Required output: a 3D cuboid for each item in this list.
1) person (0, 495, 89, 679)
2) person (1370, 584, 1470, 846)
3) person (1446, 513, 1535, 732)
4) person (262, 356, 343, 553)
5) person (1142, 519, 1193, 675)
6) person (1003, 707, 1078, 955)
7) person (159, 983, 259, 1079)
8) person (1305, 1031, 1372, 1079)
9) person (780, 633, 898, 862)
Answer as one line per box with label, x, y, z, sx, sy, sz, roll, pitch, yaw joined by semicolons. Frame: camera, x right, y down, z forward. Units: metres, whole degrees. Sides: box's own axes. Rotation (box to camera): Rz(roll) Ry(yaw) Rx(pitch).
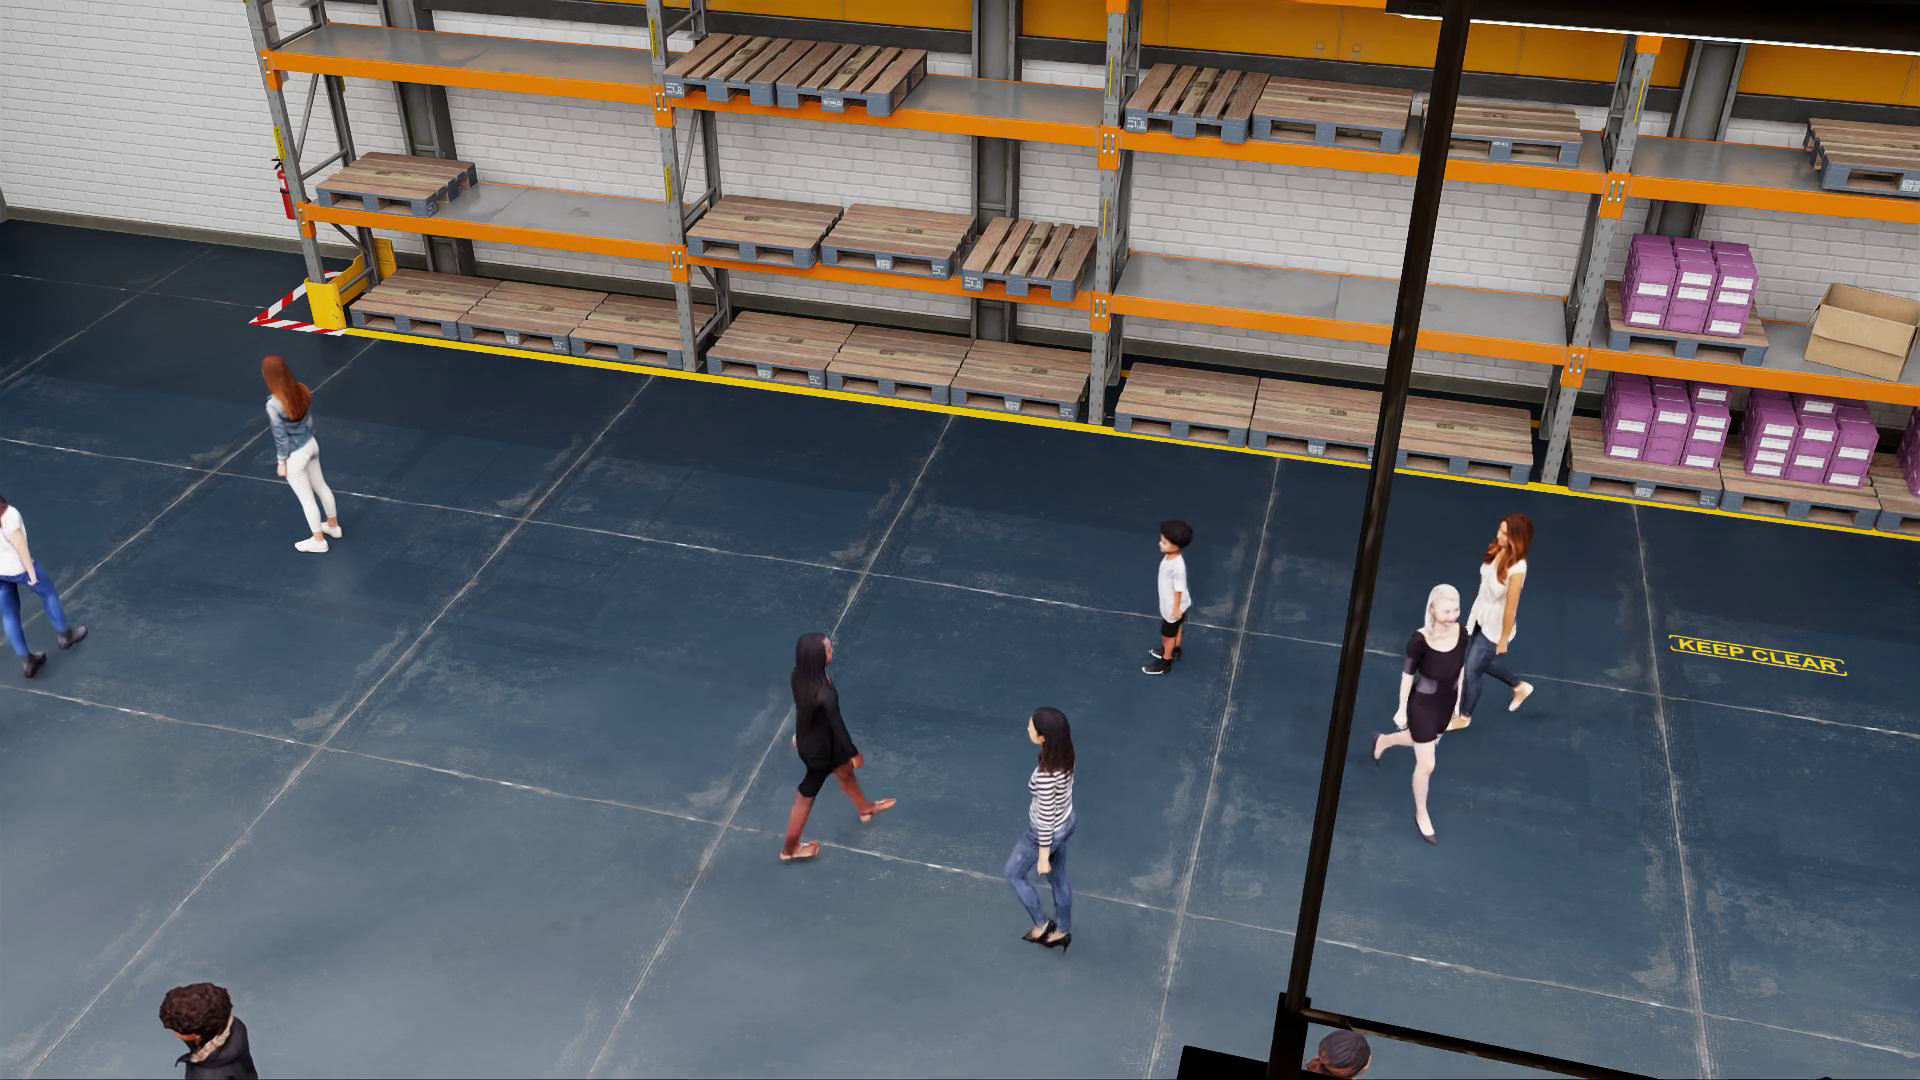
person;-6.758;0.274;11.753;0.781;1.668;0.771;0;34;1
person;2.919;1.015;10.517;1.087;1.802;1.074;-13;36;-19
person;3.674;0.565;11.227;0.986;1.767;0.758;-2;34;-3
person;-5.222;-0.687;13.170;0.493;1.701;0.611;8;35;12
person;1.558;0.397;11.942;0.629;1.255;0.577;-1;34;-2
person;0.594;1.716;9.487;0.663;1.775;0.661;13;36;19
person;-3.412;2.763;7.914;0.739;1.774;0.713;-9;35;-14
person;1.689;2.902;7.748;0.689;1.724;0.651;-11;35;-16
person;-0.953;1.308;10.177;1.139;1.690;1.014;-13;36;-19
